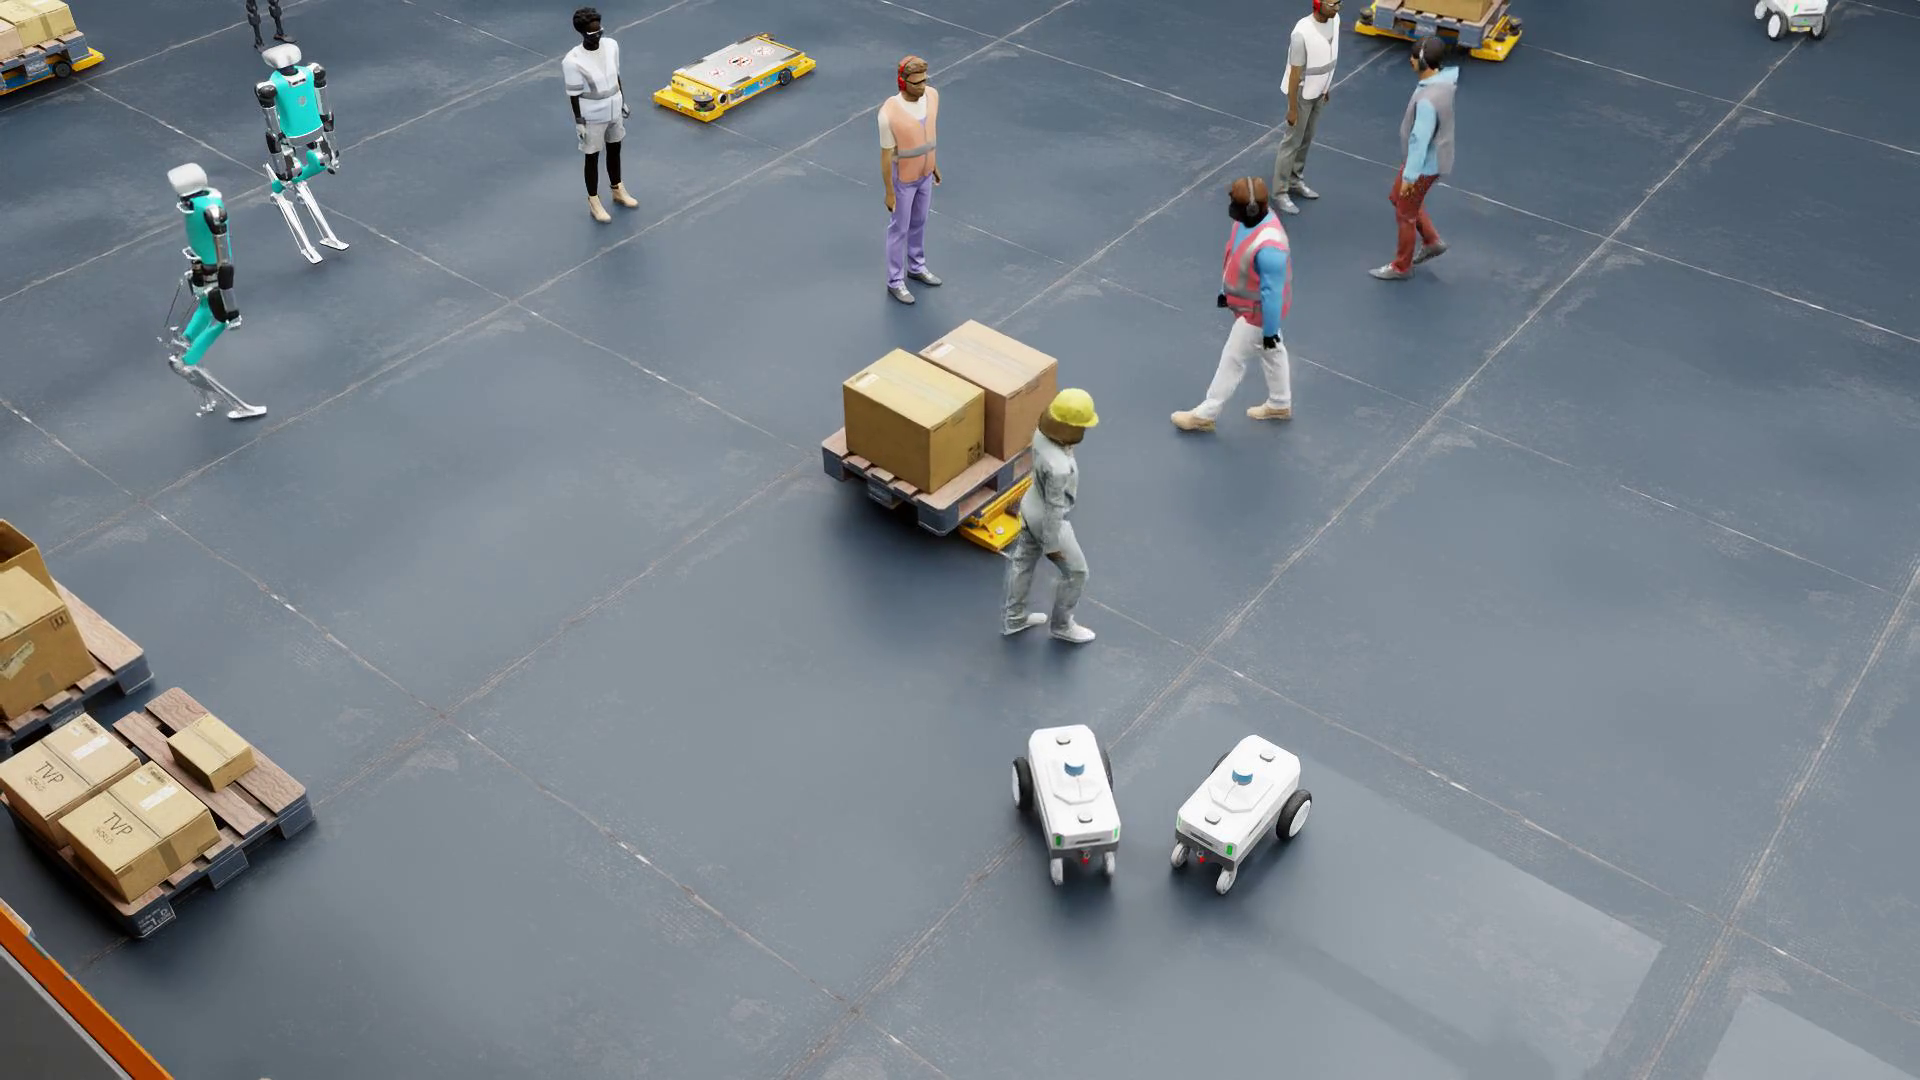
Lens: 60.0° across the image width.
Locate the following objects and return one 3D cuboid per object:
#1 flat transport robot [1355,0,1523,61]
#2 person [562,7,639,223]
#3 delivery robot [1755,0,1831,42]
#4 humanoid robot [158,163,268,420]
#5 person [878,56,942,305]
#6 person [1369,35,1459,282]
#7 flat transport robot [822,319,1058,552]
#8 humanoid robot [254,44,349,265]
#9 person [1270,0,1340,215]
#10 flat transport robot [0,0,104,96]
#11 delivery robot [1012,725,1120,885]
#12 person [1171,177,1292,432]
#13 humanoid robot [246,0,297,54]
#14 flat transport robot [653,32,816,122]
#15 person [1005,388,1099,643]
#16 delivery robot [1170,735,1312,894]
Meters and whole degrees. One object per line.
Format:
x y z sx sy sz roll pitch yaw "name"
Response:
4.558 -4.894 15.835 1.431 0.231 0.659 20 44 22 "flat transport robot"
-2.777 -3.297 12.852 0.318 1.695 0.539 27 47 28 "person"
7.952 -5.120 15.871 0.499 0.582 0.773 -2 40 -2 "delivery robot"
-4.956 -1.492 10.701 0.787 1.788 0.538 -30 49 -31 "humanoid robot"
-0.365 -2.603 11.923 0.374 1.843 0.567 27 47 28 "person"
3.360 -2.749 12.081 0.457 1.857 0.586 13 42 15 "person"
-0.106 -0.434 10.589 1.431 0.231 0.659 29 48 30 "flat transport robot"
-4.919 -2.881 12.231 0.735 1.677 0.533 27 47 28 "humanoid robot"
2.690 -3.463 12.934 0.374 1.843 0.567 27 47 28 "person"
-8.634 -4.281 15.114 0.659 0.231 1.431 27 47 28 "flat transport robot"
0.564 1.293 8.329 0.499 0.586 0.772 -6 41 -7 "delivery robot"
1.818 -1.488 10.656 0.902 1.795 0.642 1 40 1 "person"
-6.474 -5.341 15.263 0.315 1.657 0.599 27 47 28 "humanoid robot"
-2.024 -4.187 15.003 0.659 0.231 1.431 27 47 28 "flat transport robot"
0.537 -0.126 9.103 0.617 1.705 0.514 -7 41 -9 "person"
1.383 1.322 8.280 0.499 0.566 0.739 27 47 28 "delivery robot"
